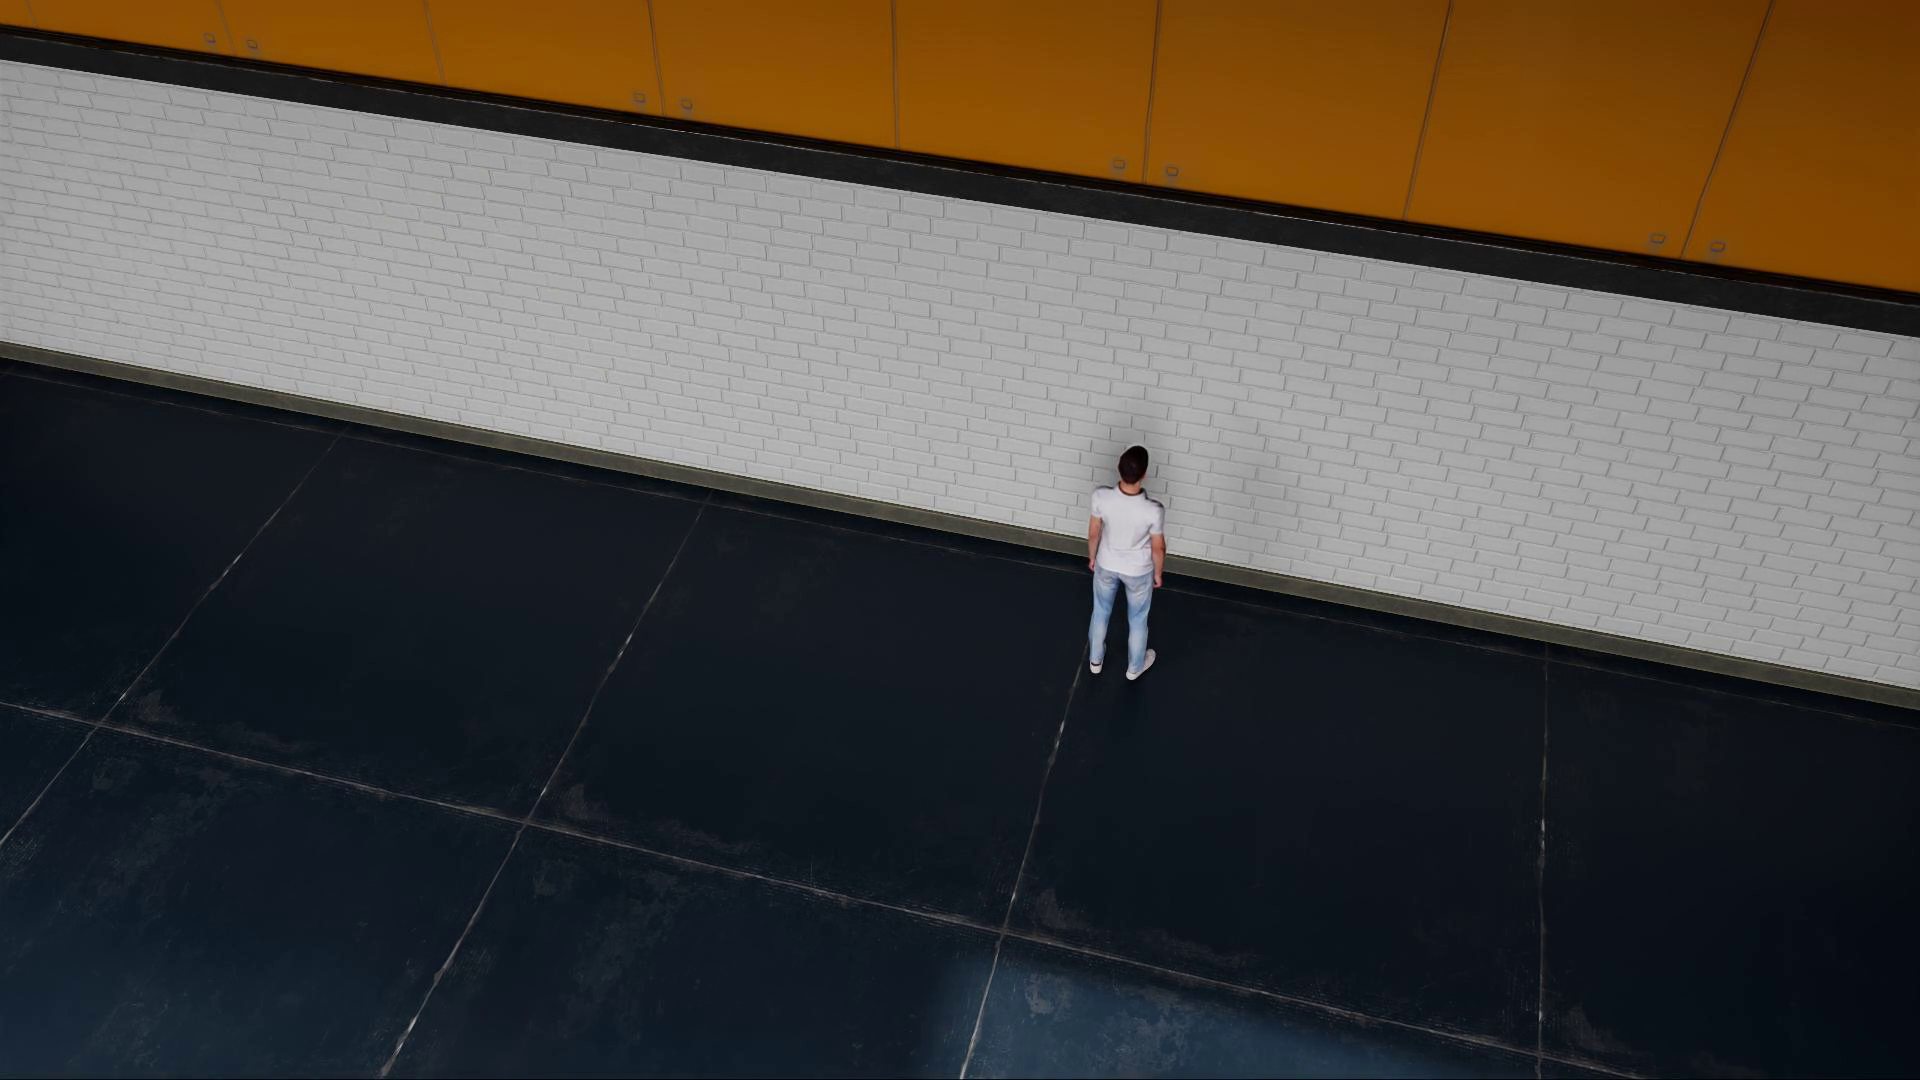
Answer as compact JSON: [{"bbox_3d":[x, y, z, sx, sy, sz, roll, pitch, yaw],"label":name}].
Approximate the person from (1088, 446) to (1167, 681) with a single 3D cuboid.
[{"bbox_3d":[1.032,0.163,10.441,0.664,1.852,0.566,15,46,15],"label":"person"}]
